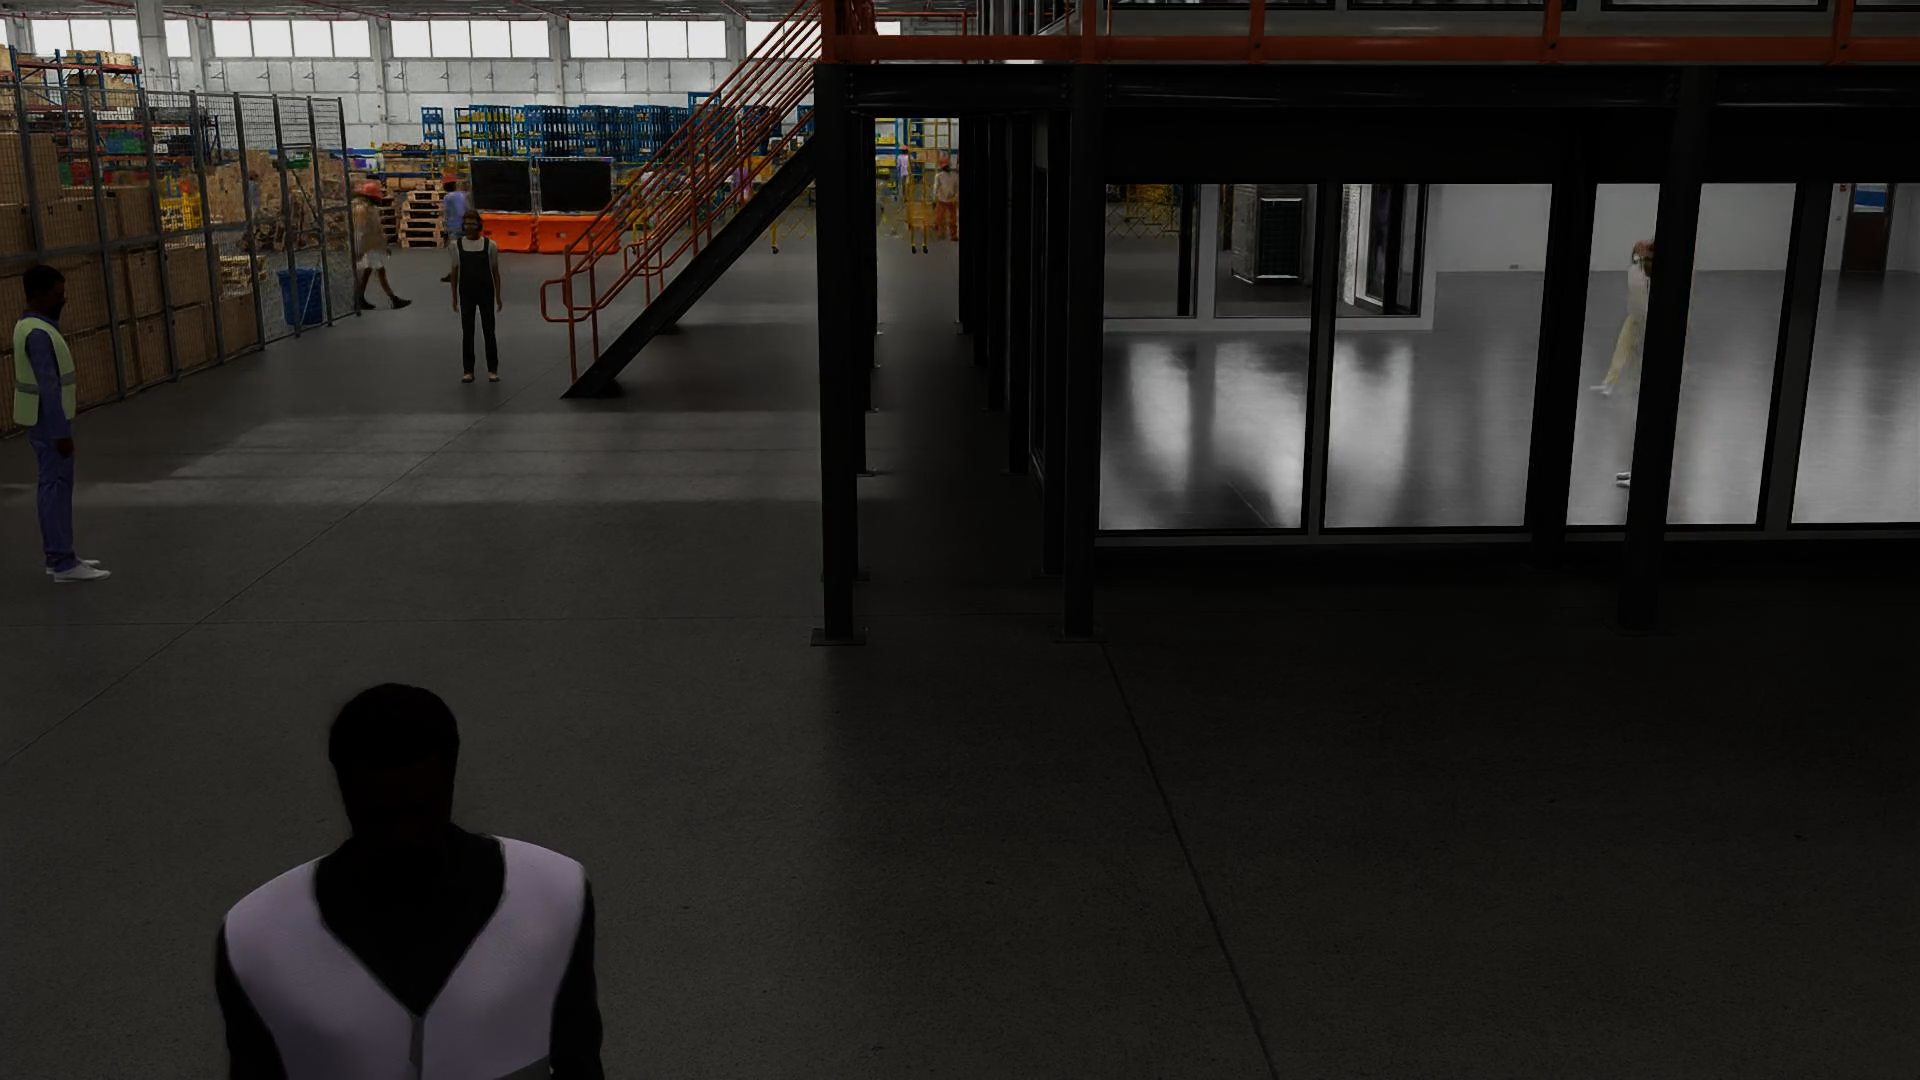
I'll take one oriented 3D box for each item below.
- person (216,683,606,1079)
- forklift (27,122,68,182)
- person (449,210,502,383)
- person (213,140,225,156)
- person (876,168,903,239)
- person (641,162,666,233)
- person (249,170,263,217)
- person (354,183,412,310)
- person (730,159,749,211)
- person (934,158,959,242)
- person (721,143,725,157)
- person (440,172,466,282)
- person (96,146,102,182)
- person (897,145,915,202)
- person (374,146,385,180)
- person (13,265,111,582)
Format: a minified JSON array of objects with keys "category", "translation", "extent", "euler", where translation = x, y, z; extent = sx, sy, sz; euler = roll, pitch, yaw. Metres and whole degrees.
[{"category":"person","translation":[-0.880,1.131,2.795],"extent":[0.586,1.910,0.394],"euler":[-5,15,-20]},{"category":"forklift","translation":[-35.376,-14.773,64.377],"extent":[1.129,2.768,1.873],"euler":[-1,14,-2]},{"category":"person","translation":[-5.198,-2.613,17.880],"extent":[0.514,1.842,0.328],"euler":[-3,14,-14]},{"category":"person","translation":[-37.741,-19.435,84.844],"extent":[0.621,1.979,0.486],"euler":[-8,16,-30]},{"category":"person","translation":[-1.833,-8.158,40.342],"extent":[0.886,1.697,0.499],"euler":[0,14,0]},{"category":"person","translation":[-7.821,-8.775,42.542],"extent":[0.606,1.829,0.404],"euler":[1,14,6]},{"category":"person","translation":[-17.324,-8.277,40.962],"extent":[0.499,1.622,0.356],"euler":[9,17,32]},{"category":"person","translation":[-8.669,-4.365,24.789],"extent":[0.959,1.875,0.686],"euler":[0,14,0]},{"category":"person","translation":[-6.091,-9.700,46.102],"extent":[0.562,1.888,0.963],"euler":[0,14,2]},{"category":"person","translation":[-0.218,-8.015,39.235],"extent":[0.799,1.971,0.473],"euler":[-3,14,-11]},{"category":"person","translation":[-12.125,-19.302,84.616],"extent":[0.777,1.823,0.576],"euler":[0,14,-1]},{"category":"person","translation":[-8.810,-5.447,29.062],"extent":[0.754,1.919,0.554],"euler":[4,15,17]},{"category":"person","translation":[-28.990,-12.244,55.965],"extent":[0.396,2.044,0.609],"euler":[-11,18,-38]},{"category":"person","translation":[-1.941,-13.100,59.445],"extent":[0.620,2.018,0.795],"euler":[2,14,10]},{"category":"person","translation":[-25.512,-16.445,73.233],"extent":[0.727,1.813,0.596],"euler":[3,14,14]},{"category":"person","translation":[-5.509,-0.697,10.083],"extent":[0.392,1.914,0.587],"euler":[-9,17,-33]}]
